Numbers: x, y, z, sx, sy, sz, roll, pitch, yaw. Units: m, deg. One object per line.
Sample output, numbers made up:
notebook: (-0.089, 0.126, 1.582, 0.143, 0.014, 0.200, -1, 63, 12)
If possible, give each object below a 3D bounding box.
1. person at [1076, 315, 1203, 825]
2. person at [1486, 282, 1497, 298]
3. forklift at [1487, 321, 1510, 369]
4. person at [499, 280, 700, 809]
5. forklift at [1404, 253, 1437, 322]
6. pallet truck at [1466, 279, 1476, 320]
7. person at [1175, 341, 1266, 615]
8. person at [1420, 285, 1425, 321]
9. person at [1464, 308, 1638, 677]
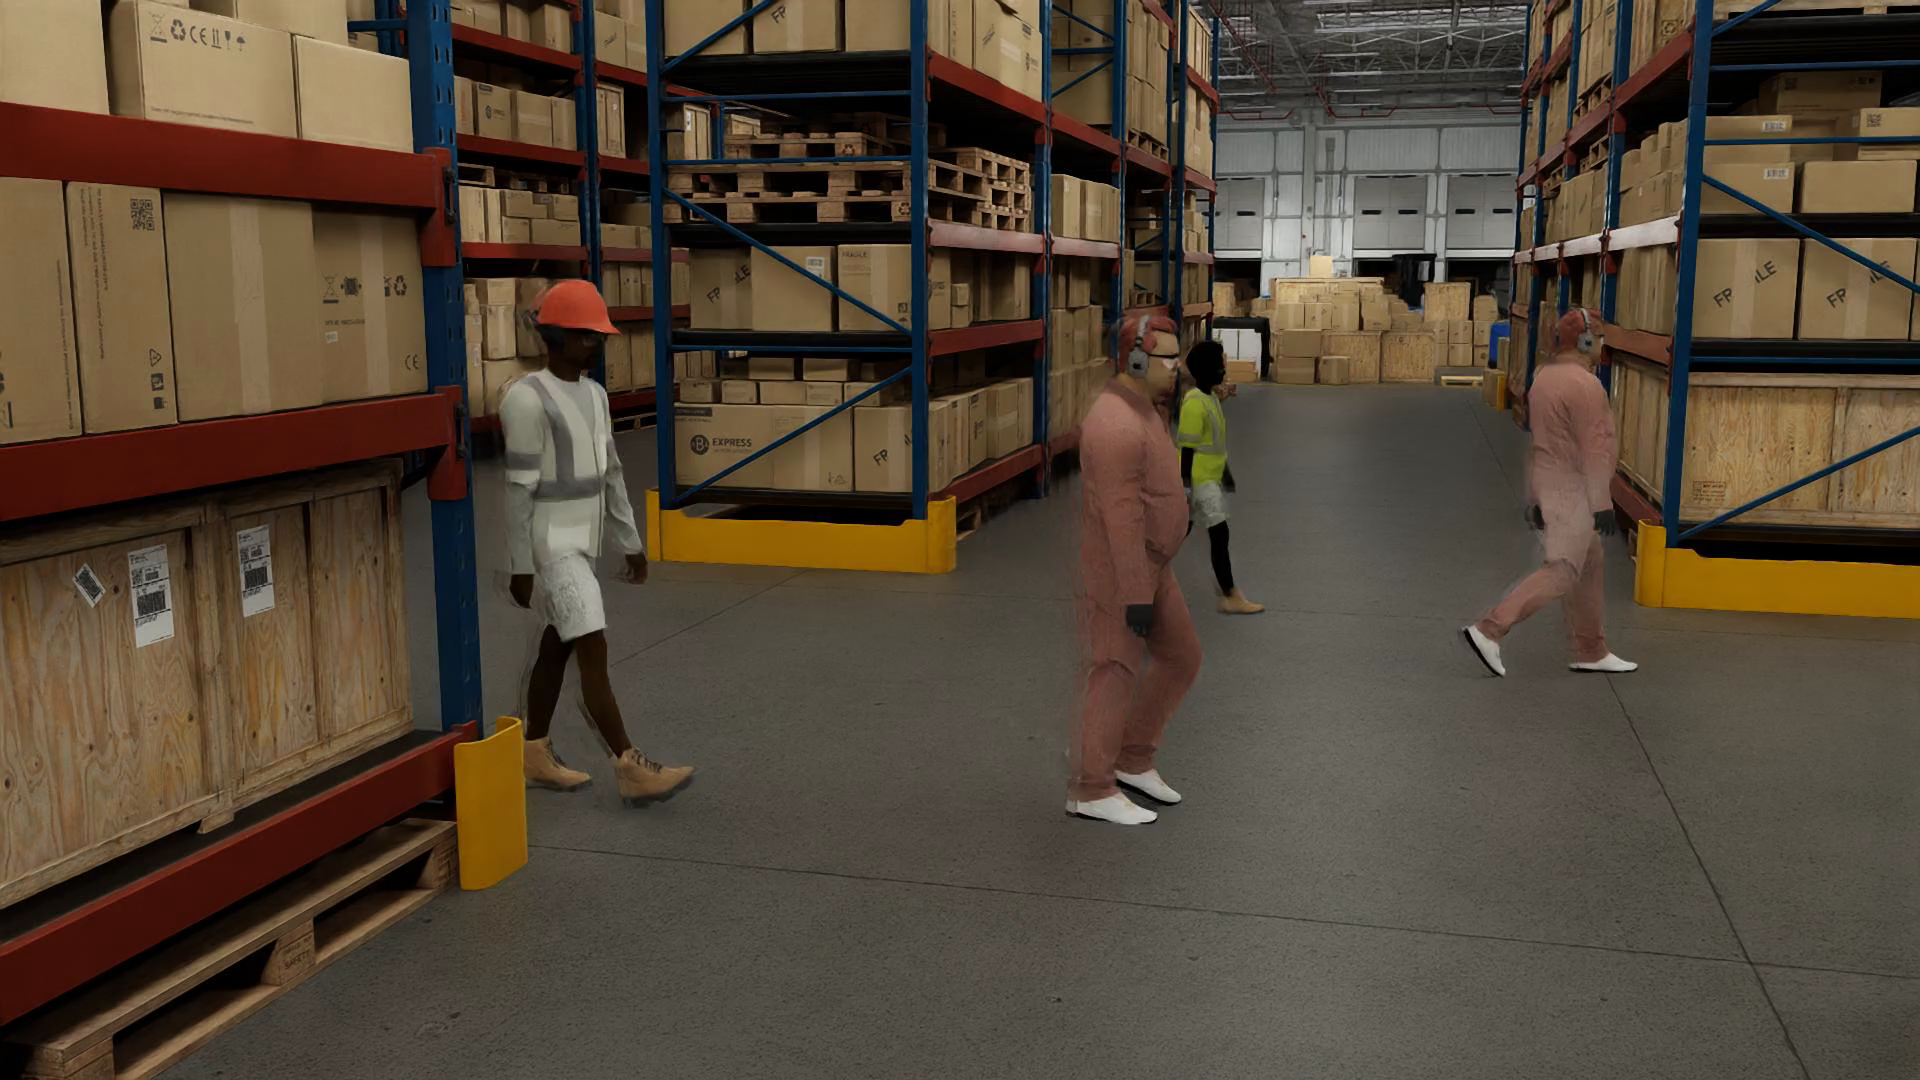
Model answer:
person: (0.670, 0.124, 6.117, 0.524, 1.886, 0.688, 2, 9, 15)
person: (18.006, -7.833, 56.674, 1.040, 1.882, 0.652, -1, 9, -6)
forklift: (11.971, -4.778, 34.126, 1.129, 2.768, 1.873, -8, 12, -42)
person: (-1.369, 0.025, 6.377, 0.897, 2.004, 0.622, 2, 9, 14)
forklift: (14.923, -7.899, 53.958, 1.129, 2.768, 1.873, -2, 9, -11)
pallet truck: (18.896, -8.459, 60.307, 1.885, 1.965, 0.823, 5, 10, 31)
person: (1.399, -0.378, 10.058, 0.871, 1.658, 0.542, 2, 9, 13)
person: (13.718, -6.662, 49.144, 0.628, 1.918, 0.559, 2, 9, 12)
person: (3.022, -0.227, 8.381, 0.868, 1.880, 0.642, 1, 9, 5)
